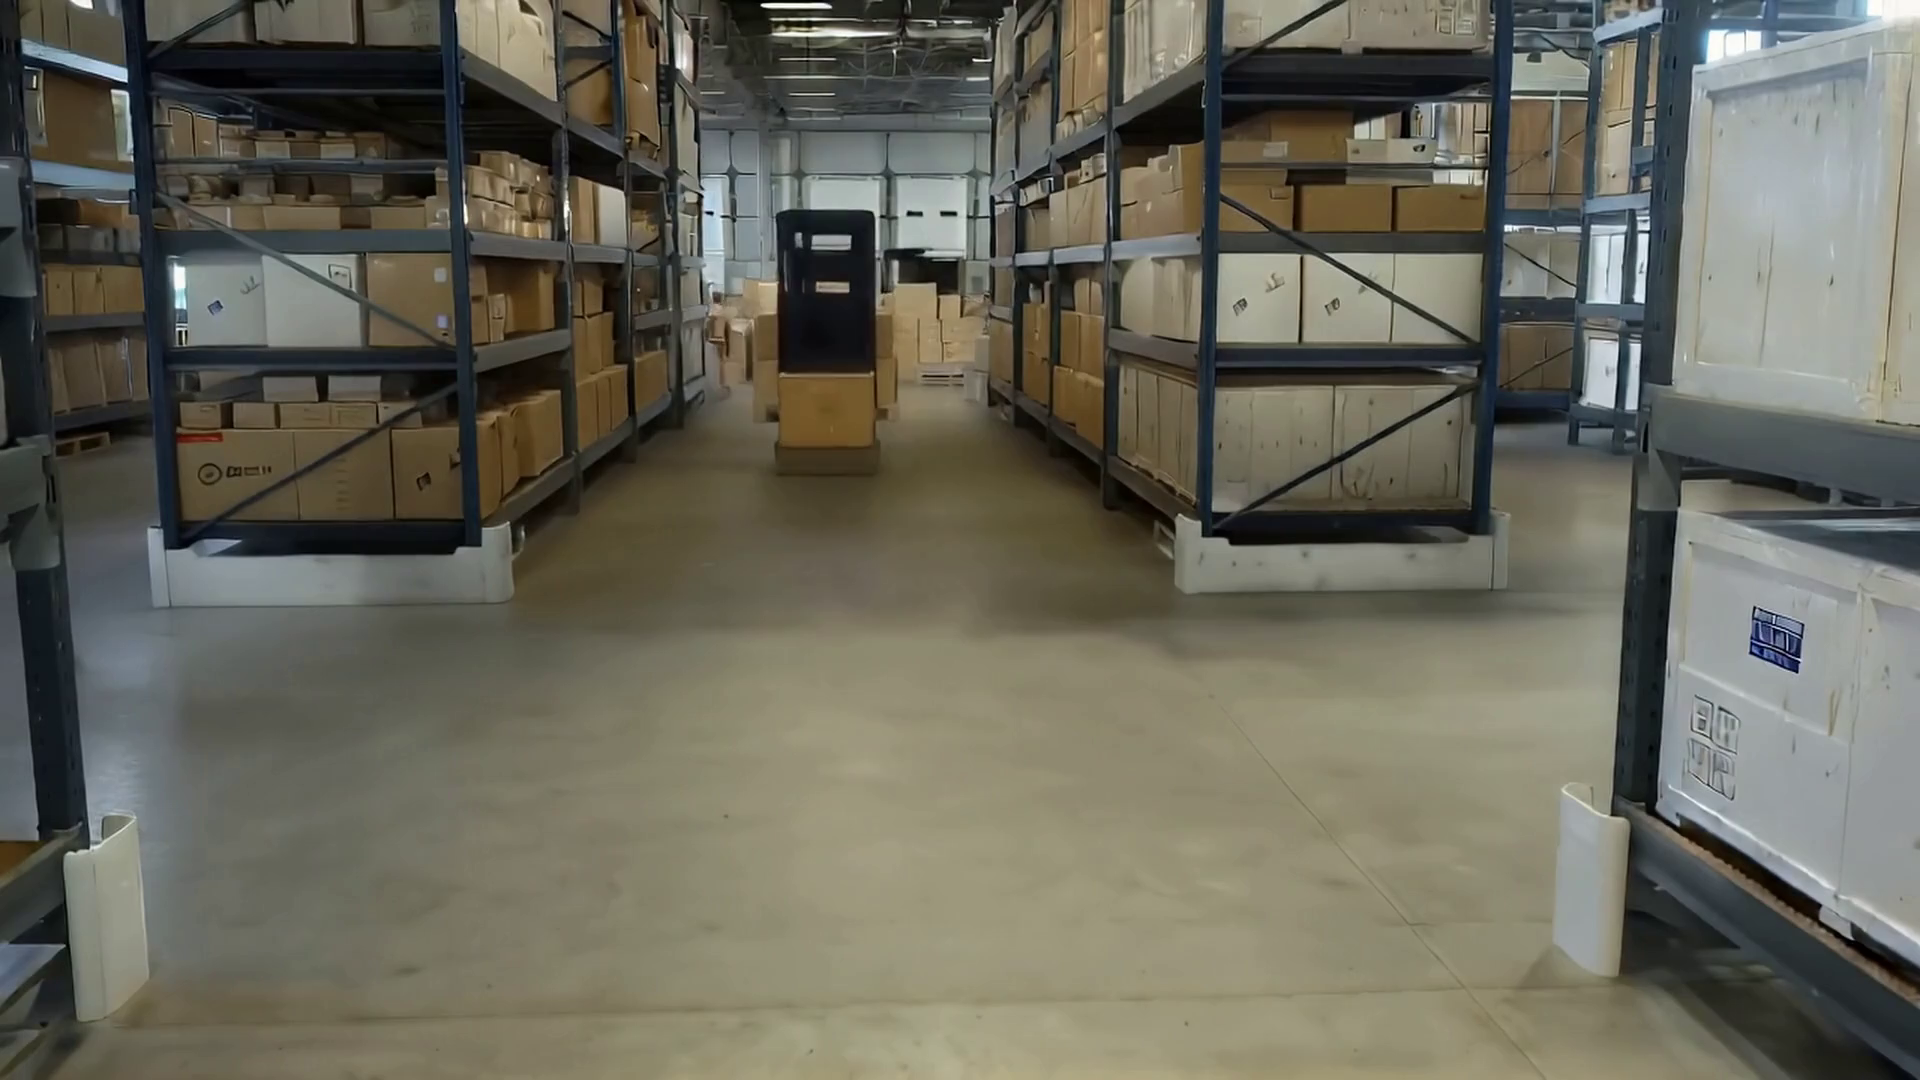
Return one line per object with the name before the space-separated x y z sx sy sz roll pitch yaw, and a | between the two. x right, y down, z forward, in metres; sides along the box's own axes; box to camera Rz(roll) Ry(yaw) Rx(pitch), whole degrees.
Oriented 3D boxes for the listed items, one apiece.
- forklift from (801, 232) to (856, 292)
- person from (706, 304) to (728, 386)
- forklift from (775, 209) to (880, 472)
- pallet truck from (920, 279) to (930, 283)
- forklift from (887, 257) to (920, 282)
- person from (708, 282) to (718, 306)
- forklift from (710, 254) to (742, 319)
forklift | -1.981 -3.419 25.797 1.129 2.768 1.873 -1 9 -4
person | -4.421 -3.394 29.669 0.855 1.595 0.516 9 12 43
forklift | -1.460 -2.214 18.232 1.129 2.768 1.873 -1 9 -4
pallet truck | -0.932 -8.922 63.114 1.885 1.965 0.823 2 9 13
forklift | -1.517 -6.422 44.653 1.129 2.768 1.873 -1 9 -4
person | -8.306 -7.620 55.276 0.980 1.885 0.575 3 10 21
forklift | -8.383 -8.512 57.776 1.873 2.768 1.129 0 9 3
